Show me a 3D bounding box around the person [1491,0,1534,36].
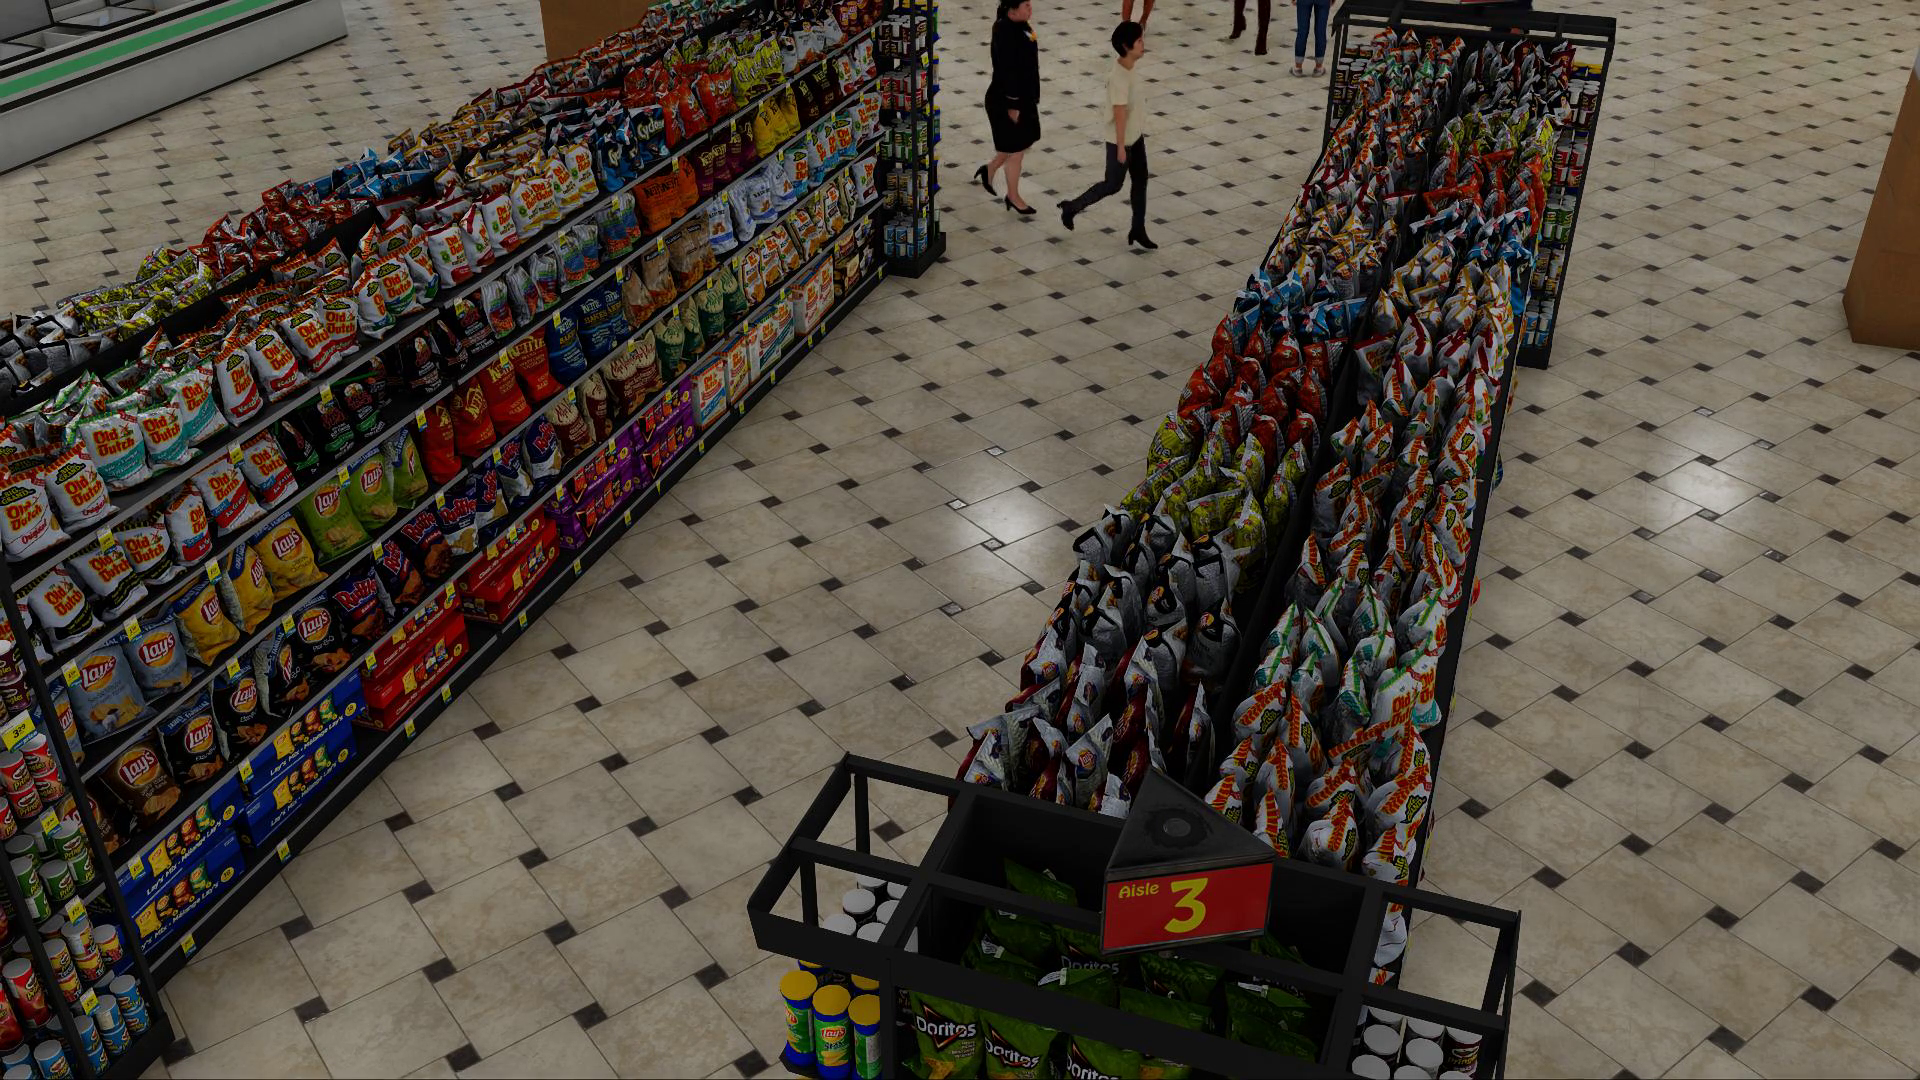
[{"bbox_3d":[4.128,-3.749,12.877,0.880,1.773,0.802,-4,32,-7],"label":"person"}]

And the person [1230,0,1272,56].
[{"bbox_3d":[2.789,-5.489,15.782,0.880,1.657,1.213,3,32,5],"label":"person"}]

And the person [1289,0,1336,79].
[{"bbox_3d":[3.219,-4.962,15.101,0.601,1.483,0.560,3,32,5],"label":"person"}]

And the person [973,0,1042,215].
[{"bbox_3d":[0.317,-3.175,12.059,0.773,1.662,0.677,10,33,15],"label":"person"}]

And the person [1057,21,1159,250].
[{"bbox_3d":[1.062,-2.760,11.483,0.651,1.566,0.884,11,34,17],"label":"person"}]

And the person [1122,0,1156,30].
[{"bbox_3d":[1.826,-5.678,16.130,0.692,1.612,0.766,3,32,5],"label":"person"}]
